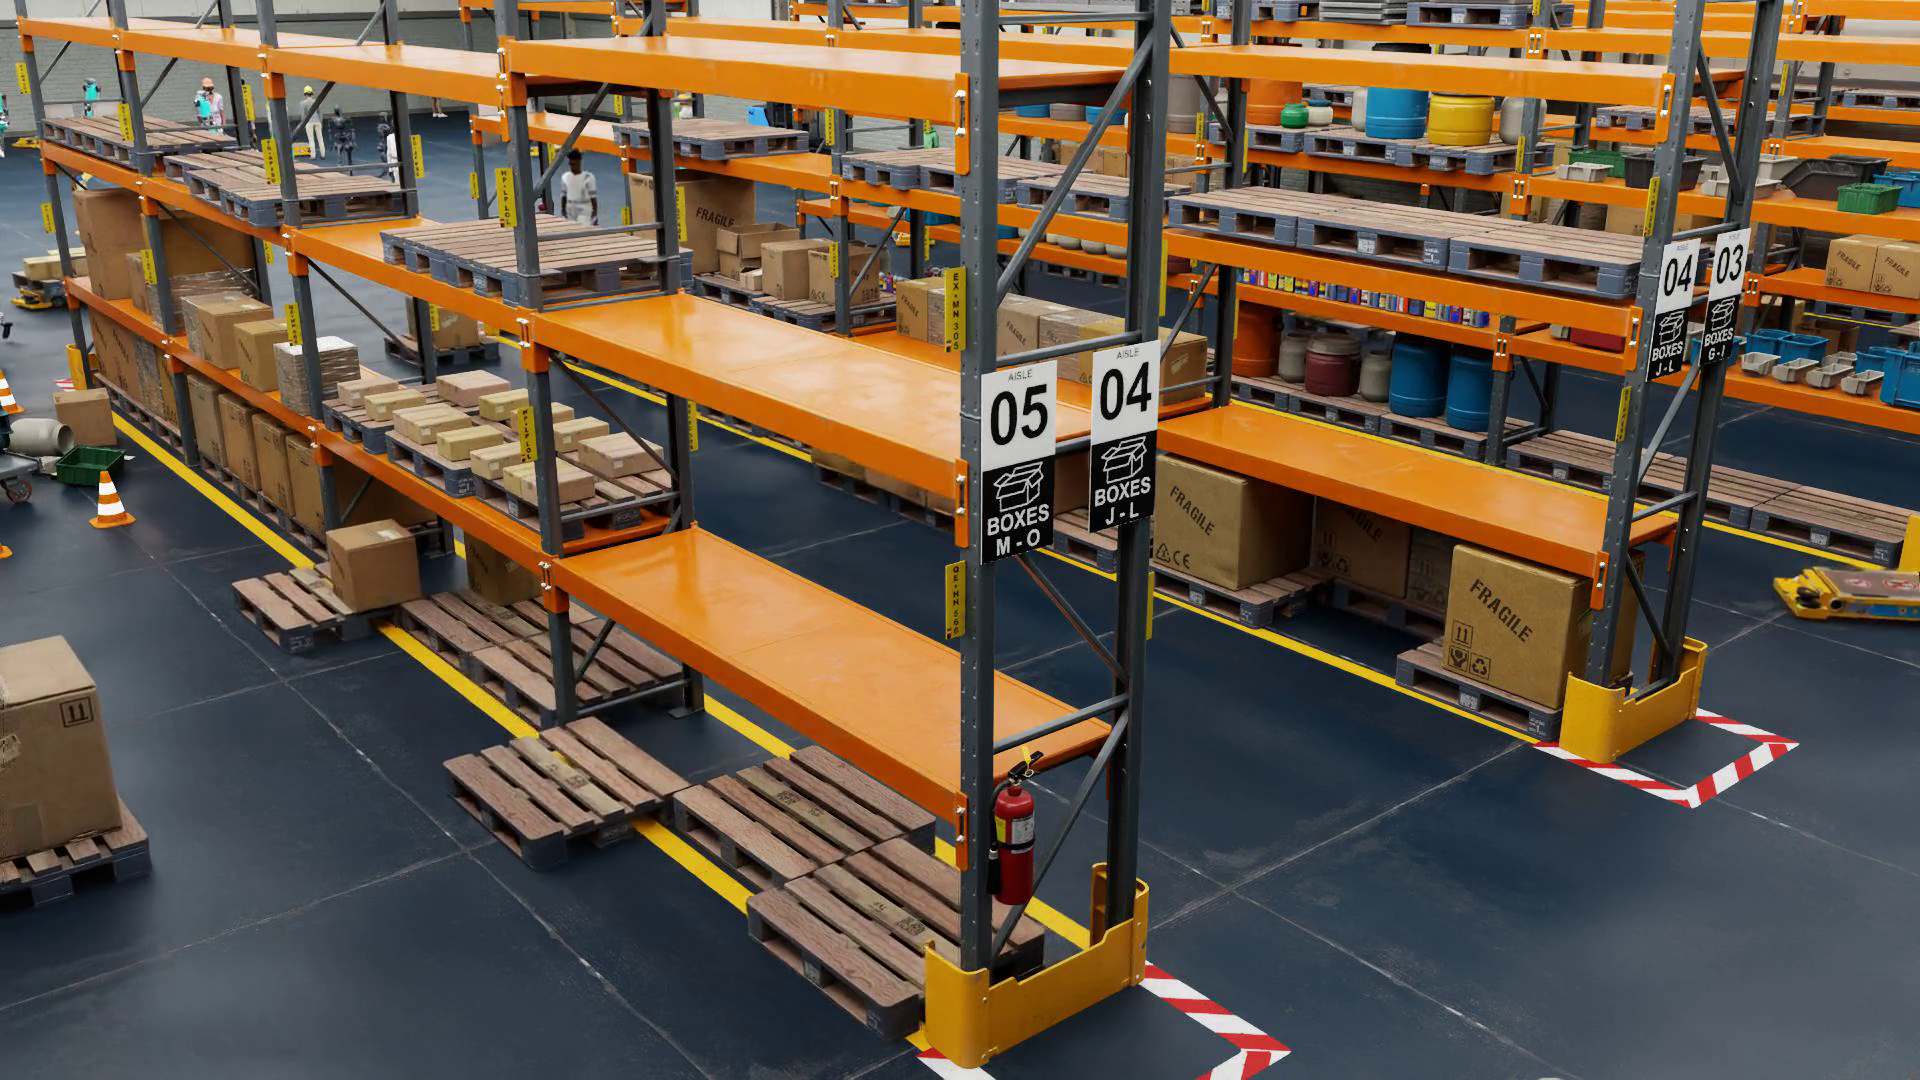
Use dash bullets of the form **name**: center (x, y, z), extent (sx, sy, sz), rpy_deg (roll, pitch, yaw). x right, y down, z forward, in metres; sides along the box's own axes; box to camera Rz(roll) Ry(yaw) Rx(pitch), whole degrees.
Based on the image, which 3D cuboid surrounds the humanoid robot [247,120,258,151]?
- **humanoid robot**: center (-16.398, -9.295, 38.318), extent (0.764, 1.625, 0.609), rpy_deg (0, 19, 1)

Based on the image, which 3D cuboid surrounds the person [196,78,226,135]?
- **person**: center (-17.741, -9.918, 39.491), extent (0.604, 2.045, 0.383), rpy_deg (-15, 25, -37)

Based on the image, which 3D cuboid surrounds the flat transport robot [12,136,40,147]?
- **flat transport robot**: center (-24.184, -10.531, 43.908), extent (0.659, 0.231, 1.431), rpy_deg (7, 21, 20)

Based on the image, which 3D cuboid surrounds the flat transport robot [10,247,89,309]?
- **flat transport robot**: center (-12.886, -3.569, 24.093), extent (0.659, 0.231, 1.431), rpy_deg (16, 25, 38)

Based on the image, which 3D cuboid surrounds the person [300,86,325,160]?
- **person**: center (-15.844, -10.192, 40.684), extent (0.521, 1.768, 0.309), rpy_deg (-17, 26, -40)

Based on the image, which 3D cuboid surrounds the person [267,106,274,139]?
- **person**: center (-15.443, -9.160, 37.584), extent (0.514, 1.876, 0.916), rpy_deg (3, 20, 7)

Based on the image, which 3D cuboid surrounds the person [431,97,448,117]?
- **person**: center (-16.275, -14.085, 51.603), extent (0.495, 1.876, 0.402), rpy_deg (14, 24, 34)

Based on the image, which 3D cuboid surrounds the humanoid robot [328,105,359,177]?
- **humanoid robot**: center (-13.751, -8.863, 37.090), extent (0.614, 1.628, 0.762), rpy_deg (-4, 20, -11)

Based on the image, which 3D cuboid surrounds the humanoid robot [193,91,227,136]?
- **humanoid robot**: center (-17.595, -9.677, 39.268), extent (0.688, 1.799, 0.532), rpy_deg (4, 20, 12)

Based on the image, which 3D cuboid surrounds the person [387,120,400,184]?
- **person**: center (-10.539, -7.005, 31.439), extent (0.572, 1.884, 0.360), rpy_deg (4, 20, 11)

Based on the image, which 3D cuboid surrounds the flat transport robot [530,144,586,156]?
- **flat transport robot**: center (-10.149, -9.803, 41.835), extent (0.659, 0.231, 1.431), rpy_deg (11, 22, 28)

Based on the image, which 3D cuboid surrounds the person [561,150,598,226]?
- **person**: center (-5.961, -5.170, 26.151), extent (0.610, 1.929, 0.936), rpy_deg (8, 21, 23)

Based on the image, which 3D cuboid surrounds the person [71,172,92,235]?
- **person**: center (-15.759, -6.415, 29.769), extent (0.398, 1.886, 0.508), rpy_deg (-5, 20, -15)

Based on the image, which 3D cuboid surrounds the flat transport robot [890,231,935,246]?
- **flat transport robot**: center (-0.869, -5.378, 29.240), extent (0.659, 0.231, 1.431), rpy_deg (-3, 20, -9)

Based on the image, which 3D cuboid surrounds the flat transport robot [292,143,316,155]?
- **flat transport robot**: center (-16.746, -9.876, 42.043), extent (0.659, 0.231, 1.431), rpy_deg (-10, 22, -27)

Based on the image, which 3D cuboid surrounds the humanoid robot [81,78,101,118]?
- **humanoid robot**: center (-22.644, -11.049, 43.216), extent (0.541, 1.825, 0.686), rpy_deg (7, 21, 19)

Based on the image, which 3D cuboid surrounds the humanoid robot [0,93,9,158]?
- **humanoid robot**: center (-23.969, -10.387, 41.349), extent (0.557, 1.807, 0.921), rpy_deg (-14, 24, -35)

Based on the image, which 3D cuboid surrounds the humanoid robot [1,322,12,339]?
- **humanoid robot**: center (-12.589, -3.314, 21.268), extent (0.567, 1.642, 0.605), rpy_deg (0, 19, 1)

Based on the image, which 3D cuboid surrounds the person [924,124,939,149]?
- **person**: center (-0.598, -7.553, 33.231), extent (0.476, 1.733, 0.315), rpy_deg (14, 24, 35)

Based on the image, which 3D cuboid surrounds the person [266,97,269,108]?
- **person**: center (-18.523, -11.617, 44.841), extent (0.317, 1.694, 0.539), rpy_deg (-9, 21, -24)

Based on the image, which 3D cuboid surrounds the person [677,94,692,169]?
- **person**: center (-6.054, -8.984, 37.085), extent (0.535, 1.882, 0.584), rpy_deg (4, 20, 12)

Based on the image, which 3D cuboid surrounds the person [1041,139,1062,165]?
- **person**: center (1.724, -6.889, 31.284), extent (0.404, 1.762, 0.538), rpy_deg (-10, 22, -26)

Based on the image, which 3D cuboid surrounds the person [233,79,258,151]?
- **person**: center (-18.067, -10.734, 42.110), extent (0.796, 1.845, 0.404), rpy_deg (11, 22, 28)

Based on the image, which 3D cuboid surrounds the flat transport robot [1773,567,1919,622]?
- **flat transport robot**: center (7.061, 0.440, 12.685), extent (1.431, 0.231, 0.659), rpy_deg (3, 20, 9)

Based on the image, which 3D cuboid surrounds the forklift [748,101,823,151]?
- **forklift**: center (-4.526, -11.368, 42.374), extent (1.129, 2.768, 1.873), rpy_deg (-15, 24, -37)

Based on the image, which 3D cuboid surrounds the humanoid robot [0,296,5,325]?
- **humanoid robot**: center (-12.152, -3.035, 20.389), extent (0.832, 1.792, 0.541), rpy_deg (-1, 19, -3)

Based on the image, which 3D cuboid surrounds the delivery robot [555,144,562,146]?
- **delivery robot**: center (-10.116, -10.087, 42.186), extent (0.499, 0.577, 0.769), rpy_deg (-12, 23, -31)

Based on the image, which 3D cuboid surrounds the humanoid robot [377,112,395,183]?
- **humanoid robot**: center (-12.311, -8.293, 35.461), extent (0.690, 1.634, 0.608), rpy_deg (-3, 20, -8)

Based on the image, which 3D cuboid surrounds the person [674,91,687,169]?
- **person**: center (-6.380, -9.430, 38.203), extent (0.405, 1.978, 0.484), rpy_deg (-2, 19, -4)

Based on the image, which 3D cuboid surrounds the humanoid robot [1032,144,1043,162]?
- **humanoid robot**: center (1.626, -7.564, 33.303), extent (1.031, 1.738, 0.548), rpy_deg (-13, 23, -33)
